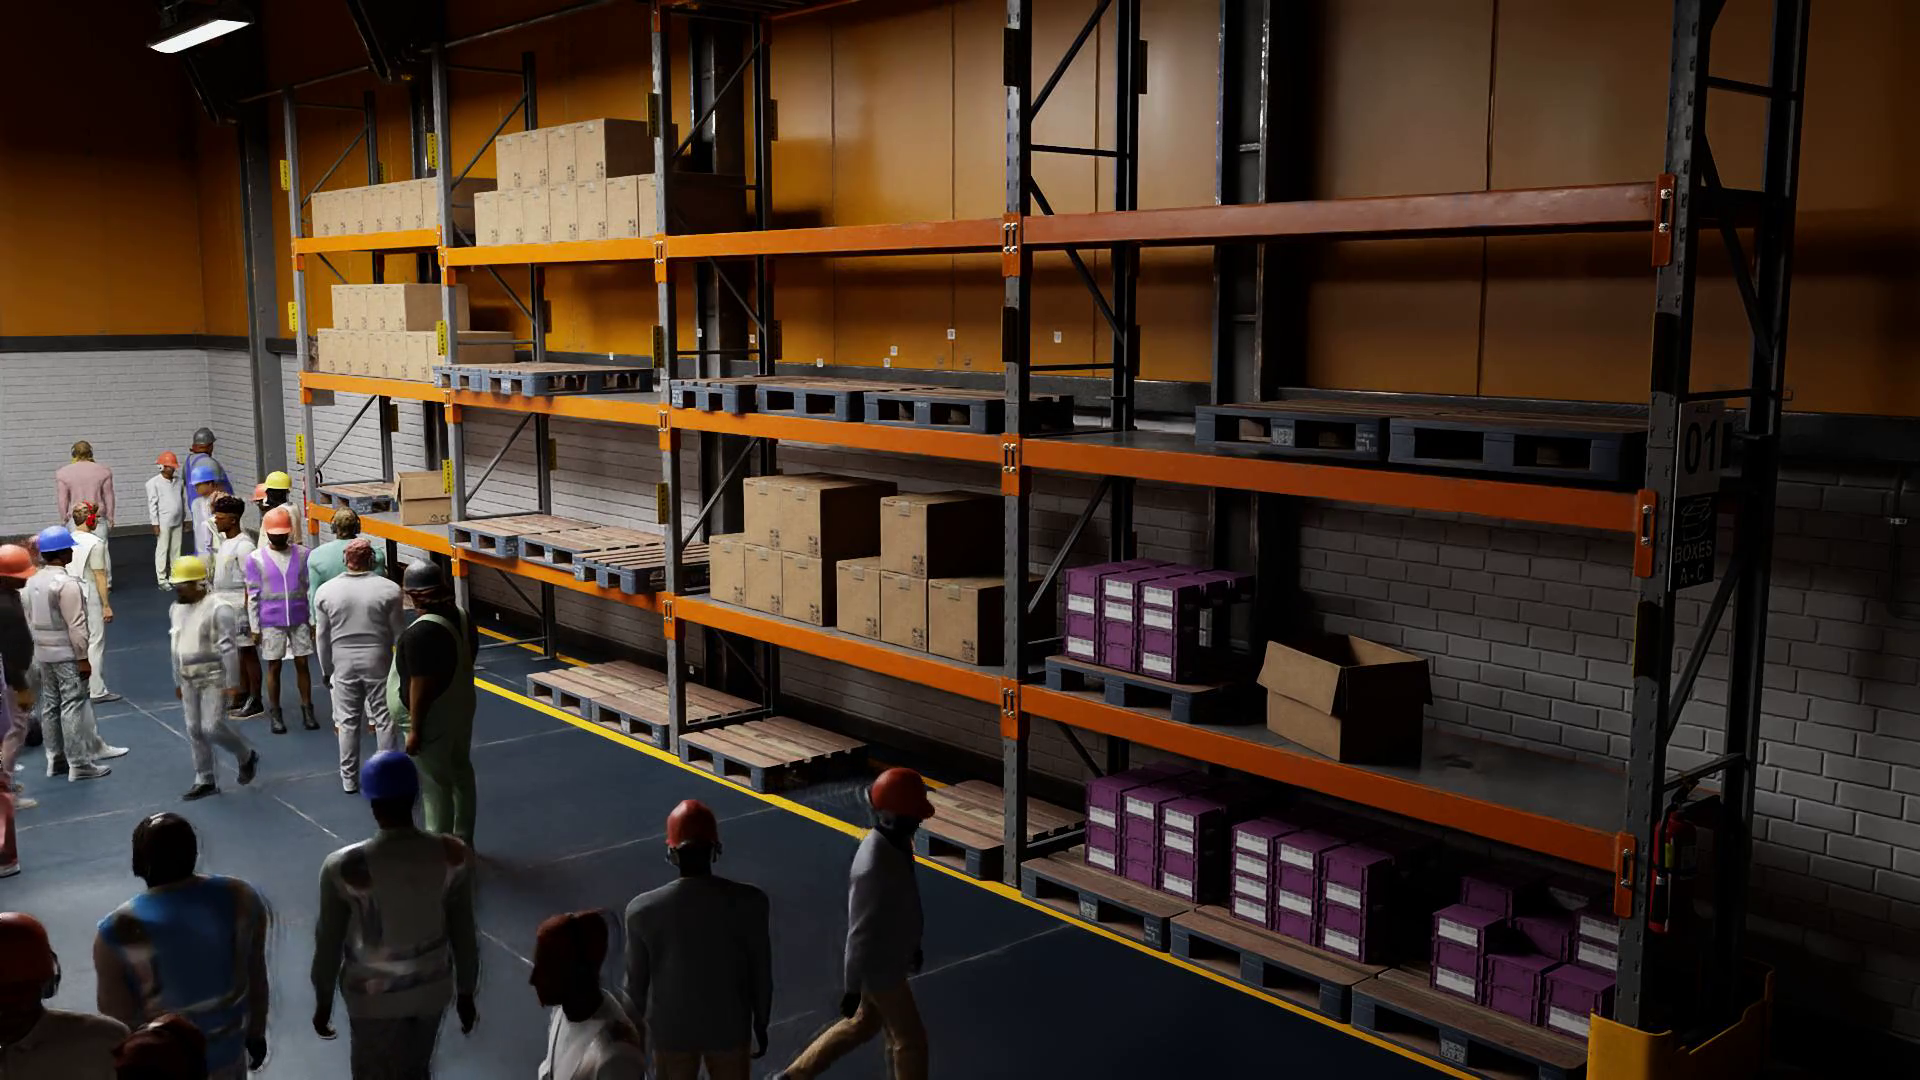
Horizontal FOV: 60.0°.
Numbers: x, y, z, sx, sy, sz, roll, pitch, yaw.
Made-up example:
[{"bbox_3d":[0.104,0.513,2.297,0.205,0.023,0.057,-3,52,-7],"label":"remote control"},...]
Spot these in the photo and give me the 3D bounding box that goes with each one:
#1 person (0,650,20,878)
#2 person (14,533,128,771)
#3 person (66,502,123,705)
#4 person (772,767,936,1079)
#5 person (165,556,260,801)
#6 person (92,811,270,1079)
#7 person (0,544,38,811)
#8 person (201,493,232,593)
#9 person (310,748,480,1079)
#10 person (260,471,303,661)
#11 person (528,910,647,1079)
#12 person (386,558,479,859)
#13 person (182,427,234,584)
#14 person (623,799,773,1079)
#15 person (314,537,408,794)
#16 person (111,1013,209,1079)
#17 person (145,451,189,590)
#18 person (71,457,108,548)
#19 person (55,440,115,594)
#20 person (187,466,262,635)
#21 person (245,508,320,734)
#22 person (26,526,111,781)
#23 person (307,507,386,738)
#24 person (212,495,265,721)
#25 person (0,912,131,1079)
[{"bbox_3d":[-6.190,1.191,10.469,0.383,1.923,0.590,-5,10,-33],"label":"person"},{"bbox_3d":[-7.143,0.865,12.952,0.643,1.867,0.984,8,11,44],"label":"person"},{"bbox_3d":[-7.919,0.574,15.076,0.560,1.836,0.394,5,10,31],"label":"person"},{"bbox_3d":[-0.404,1.779,7.129,0.827,1.715,0.570,1,8,6],"label":"person"},{"bbox_3d":[-5.512,1.001,12.186,0.637,1.814,0.520,4,9,23],"label":"person"},{"bbox_3d":[-2.784,1.885,6.060,0.842,1.812,0.630,8,11,42],"label":"person"},{"bbox_3d":[-6.784,0.981,11.866,0.456,1.944,0.703,-6,10,-34],"label":"person"},{"bbox_3d":[-7.756,0.316,17.535,0.308,1.641,0.516,3,9,20],"label":"person"},{"bbox_3d":[-2.167,1.771,6.498,0.600,1.918,0.886,-8,11,-43],"label":"person"},{"bbox_3d":[-6.870,0.261,16.909,0.354,1.930,0.594,-1,8,-6],"label":"person"},{"bbox_3d":[-1.062,2.003,5.109,0.968,1.848,0.577,-4,9,-23],"label":"person"},{"bbox_3d":[-3.382,1.113,10.611,0.536,2.000,0.673,2,8,12],"label":"person"},{"bbox_3d":[-9.588,-0.427,21.313,0.688,2.000,0.539,6,10,38],"label":"person"},{"bbox_3d":[-1.009,1.866,6.443,0.575,1.738,0.394,-1,8,-9],"label":"person"},{"bbox_3d":[-4.419,0.929,12.352,0.644,1.907,0.399,-1,8,-8],"label":"person"},{"bbox_3d":[-1.970,2.106,4.276,0.587,1.876,0.347,1,8,4],"label":"person"},{"bbox_3d":[-10.008,-0.248,21.063,0.324,1.752,0.562,3,9,19],"label":"person"},{"bbox_3d":[-11.350,-0.321,21.654,0.490,1.732,0.320,3,9,18],"label":"person"},{"bbox_3d":[-10.786,-0.266,20.546,0.629,1.940,0.376,-5,10,-32],"label":"person"},{"bbox_3d":[-7.873,0.144,17.801,0.653,1.918,0.686,3,9,22],"label":"person"},{"bbox_3d":[-5.707,0.681,14.040,0.548,1.924,0.390,-6,10,-34],"label":"person"},{"bbox_3d":[-6.829,0.862,12.668,0.602,1.951,0.380,5,10,31],"label":"person"},{"bbox_3d":[-5.096,0.688,13.919,0.630,1.940,0.373,-2,8,-14],"label":"person"},{"bbox_3d":[-6.313,0.585,14.535,0.366,1.967,0.603,-7,11,-39],"label":"person"},{"bbox_3d":[-2.615,1.994,4.689,0.621,1.985,0.408,-3,9,-23],"label":"person"}]
